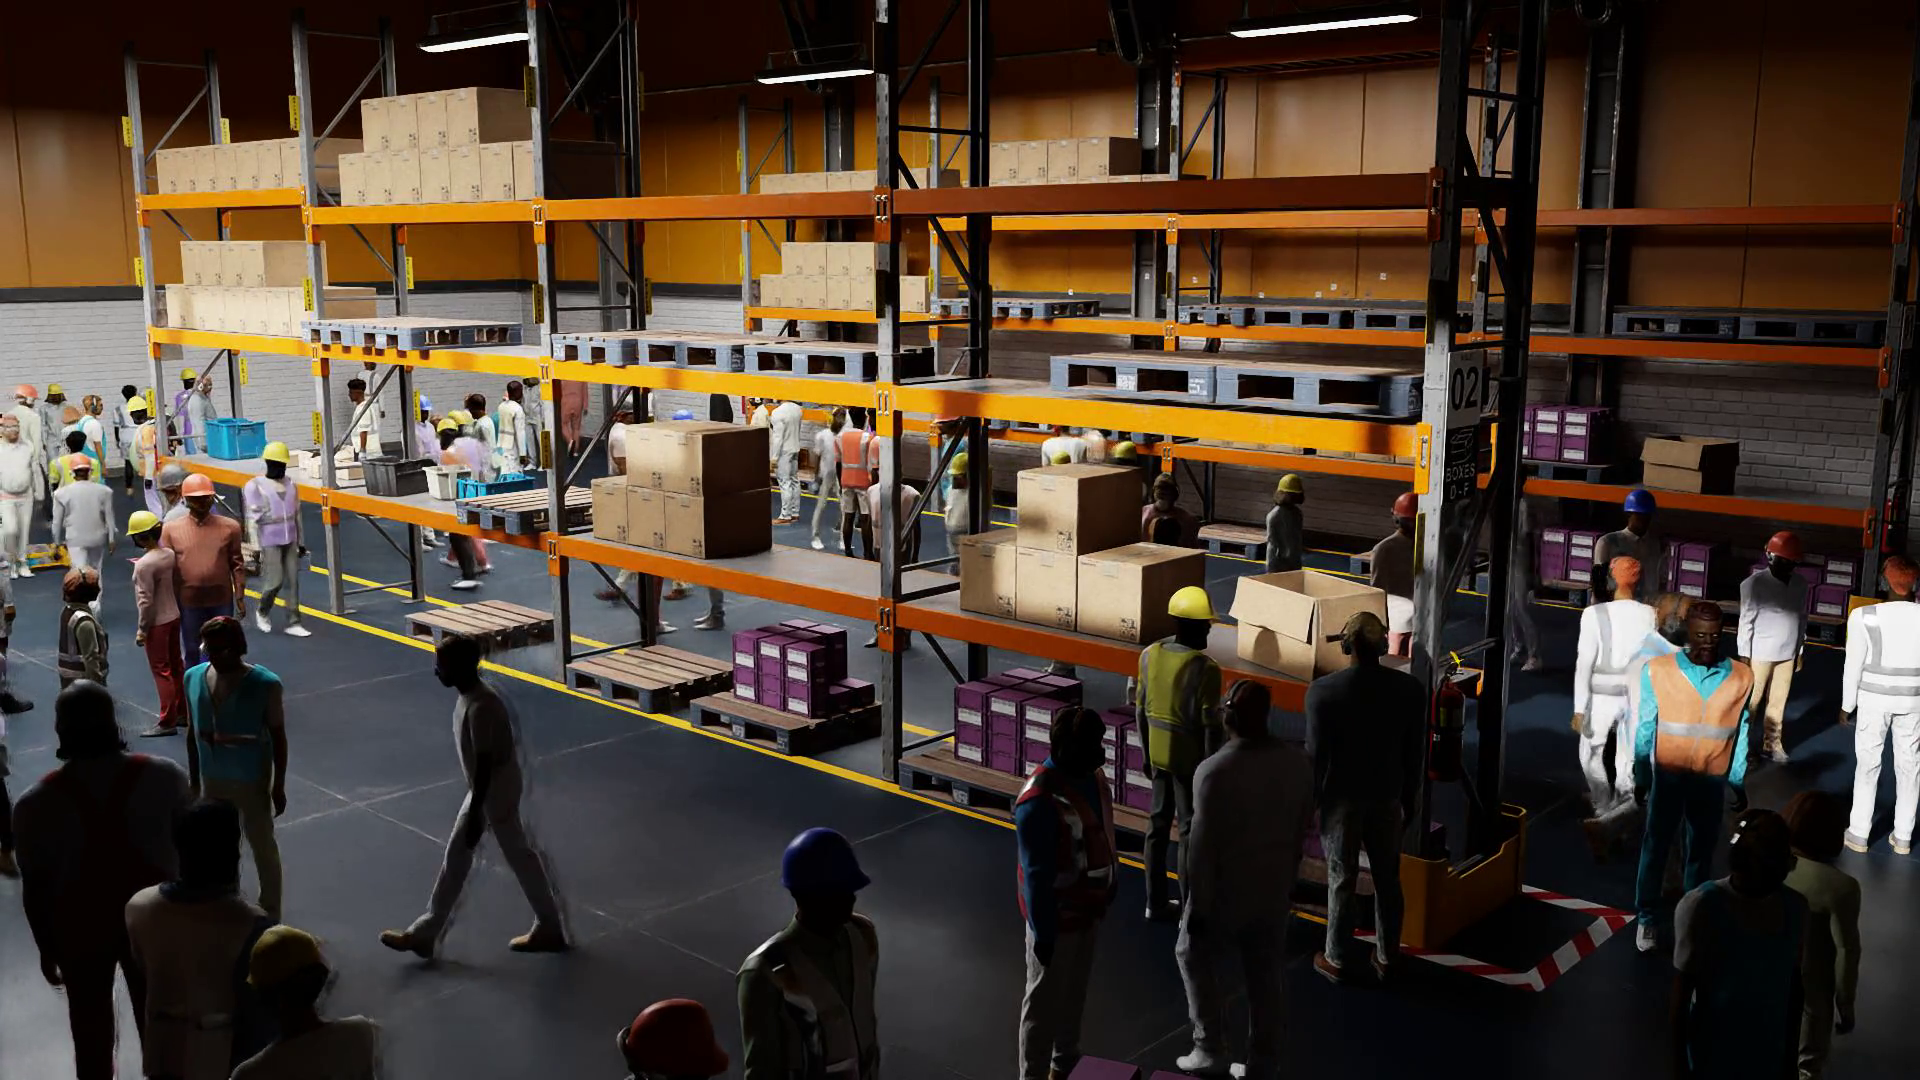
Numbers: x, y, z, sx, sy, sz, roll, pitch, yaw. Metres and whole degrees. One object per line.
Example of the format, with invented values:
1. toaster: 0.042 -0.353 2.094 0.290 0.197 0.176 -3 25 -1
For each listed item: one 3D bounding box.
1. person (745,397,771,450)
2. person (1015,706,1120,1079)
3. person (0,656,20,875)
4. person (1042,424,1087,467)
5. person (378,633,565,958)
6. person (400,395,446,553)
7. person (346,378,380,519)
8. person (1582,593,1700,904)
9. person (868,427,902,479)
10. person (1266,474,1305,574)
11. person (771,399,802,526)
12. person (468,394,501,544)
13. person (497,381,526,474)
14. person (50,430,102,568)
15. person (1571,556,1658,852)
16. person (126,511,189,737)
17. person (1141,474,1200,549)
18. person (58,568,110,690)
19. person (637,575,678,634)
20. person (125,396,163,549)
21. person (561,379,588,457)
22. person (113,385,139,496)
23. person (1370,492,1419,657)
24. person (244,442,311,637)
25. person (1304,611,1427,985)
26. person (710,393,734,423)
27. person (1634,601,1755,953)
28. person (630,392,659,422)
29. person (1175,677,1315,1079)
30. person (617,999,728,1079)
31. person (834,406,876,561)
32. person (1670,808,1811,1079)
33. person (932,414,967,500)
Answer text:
1. person: -2.952 -1.379 24.348 0.352 1.738 0.573 -3 10 -14
2. person: 0.471 1.607 7.211 0.431 1.835 0.624 5 11 28
3. person: -6.055 1.185 10.079 0.895 1.645 0.551 7 12 35
4. person: 1.248 -0.571 19.541 0.621 1.819 0.506 -3 11 -17
5. person: -2.562 1.363 8.692 1.016 1.785 0.528 -5 11 -26
6. person: -6.664 -0.825 20.619 0.388 1.947 0.612 2 10 13
7. person: -8.293 -1.277 23.171 0.394 1.958 0.599 -3 11 -17
8. person: 4.033 1.177 9.675 0.638 1.817 0.774 -10 14 -44
9. person: -0.918 -0.913 21.188 0.393 1.927 0.549 7 12 36
10. person: 2.950 0.265 15.036 0.320 1.742 0.492 10 14 44
11. person: -2.367 -1.163 22.556 0.372 1.940 0.630 4 11 23
12. person: -6.051 -0.911 21.203 0.391 1.914 0.587 -3 11 -17
13. person: -6.246 -1.267 23.227 0.377 1.912 0.592 -9 13 -40
14. person: -10.191 -0.431 19.215 0.529 1.665 0.788 -5 11 -28
15. person: 4.109 1.027 10.392 0.622 1.866 0.424 0 10 -1
16. person: -6.215 0.642 12.858 0.320 1.763 0.522 0 10 -1
17. person: 1.655 0.408 13.691 0.627 1.934 0.370 -1 10 -3
18. person: -5.894 0.997 11.220 0.315 1.630 0.516 -8 13 -37
19. person: -3.009 -0.026 16.226 0.405 1.909 0.597 -6 12 -32
20. person: -10.191 -0.851 20.866 0.399 1.914 0.594 -5 11 -27
21. person: -6.932 -2.392 29.621 0.655 1.881 0.658 -6 11 -29
22. person: -12.499 -1.503 25.173 0.545 1.693 0.319 -4 11 -20
23. person: 3.300 0.619 12.358 0.617 1.986 0.408 -6 12 -30
24. person: -6.572 0.003 16.030 0.517 1.908 0.623 5 11 28
25. person: 2.049 1.322 8.513 0.629 1.937 0.378 -1 10 -4
26. person: -3.602 -1.675 25.292 0.397 1.992 0.622 -1 10 -7
27. person: 3.909 1.260 8.909 0.588 1.920 0.390 1 10 6
28. person: -5.211 -1.911 27.726 0.512 1.603 0.732 -8 13 -40
29. person: 1.225 1.534 7.446 0.673 1.885 0.621 -5 11 -26
30. person: -0.818 2.101 4.678 0.354 1.735 0.581 -3 10 -17
31. person: -1.192 -0.657 19.612 0.601 1.967 0.367 6 11 29
32. person: 2.765 1.830 5.942 0.505 1.839 0.339 -2 10 -9
33. person: -0.101 -0.498 18.554 0.429 2.034 0.610 -1 10 -5
